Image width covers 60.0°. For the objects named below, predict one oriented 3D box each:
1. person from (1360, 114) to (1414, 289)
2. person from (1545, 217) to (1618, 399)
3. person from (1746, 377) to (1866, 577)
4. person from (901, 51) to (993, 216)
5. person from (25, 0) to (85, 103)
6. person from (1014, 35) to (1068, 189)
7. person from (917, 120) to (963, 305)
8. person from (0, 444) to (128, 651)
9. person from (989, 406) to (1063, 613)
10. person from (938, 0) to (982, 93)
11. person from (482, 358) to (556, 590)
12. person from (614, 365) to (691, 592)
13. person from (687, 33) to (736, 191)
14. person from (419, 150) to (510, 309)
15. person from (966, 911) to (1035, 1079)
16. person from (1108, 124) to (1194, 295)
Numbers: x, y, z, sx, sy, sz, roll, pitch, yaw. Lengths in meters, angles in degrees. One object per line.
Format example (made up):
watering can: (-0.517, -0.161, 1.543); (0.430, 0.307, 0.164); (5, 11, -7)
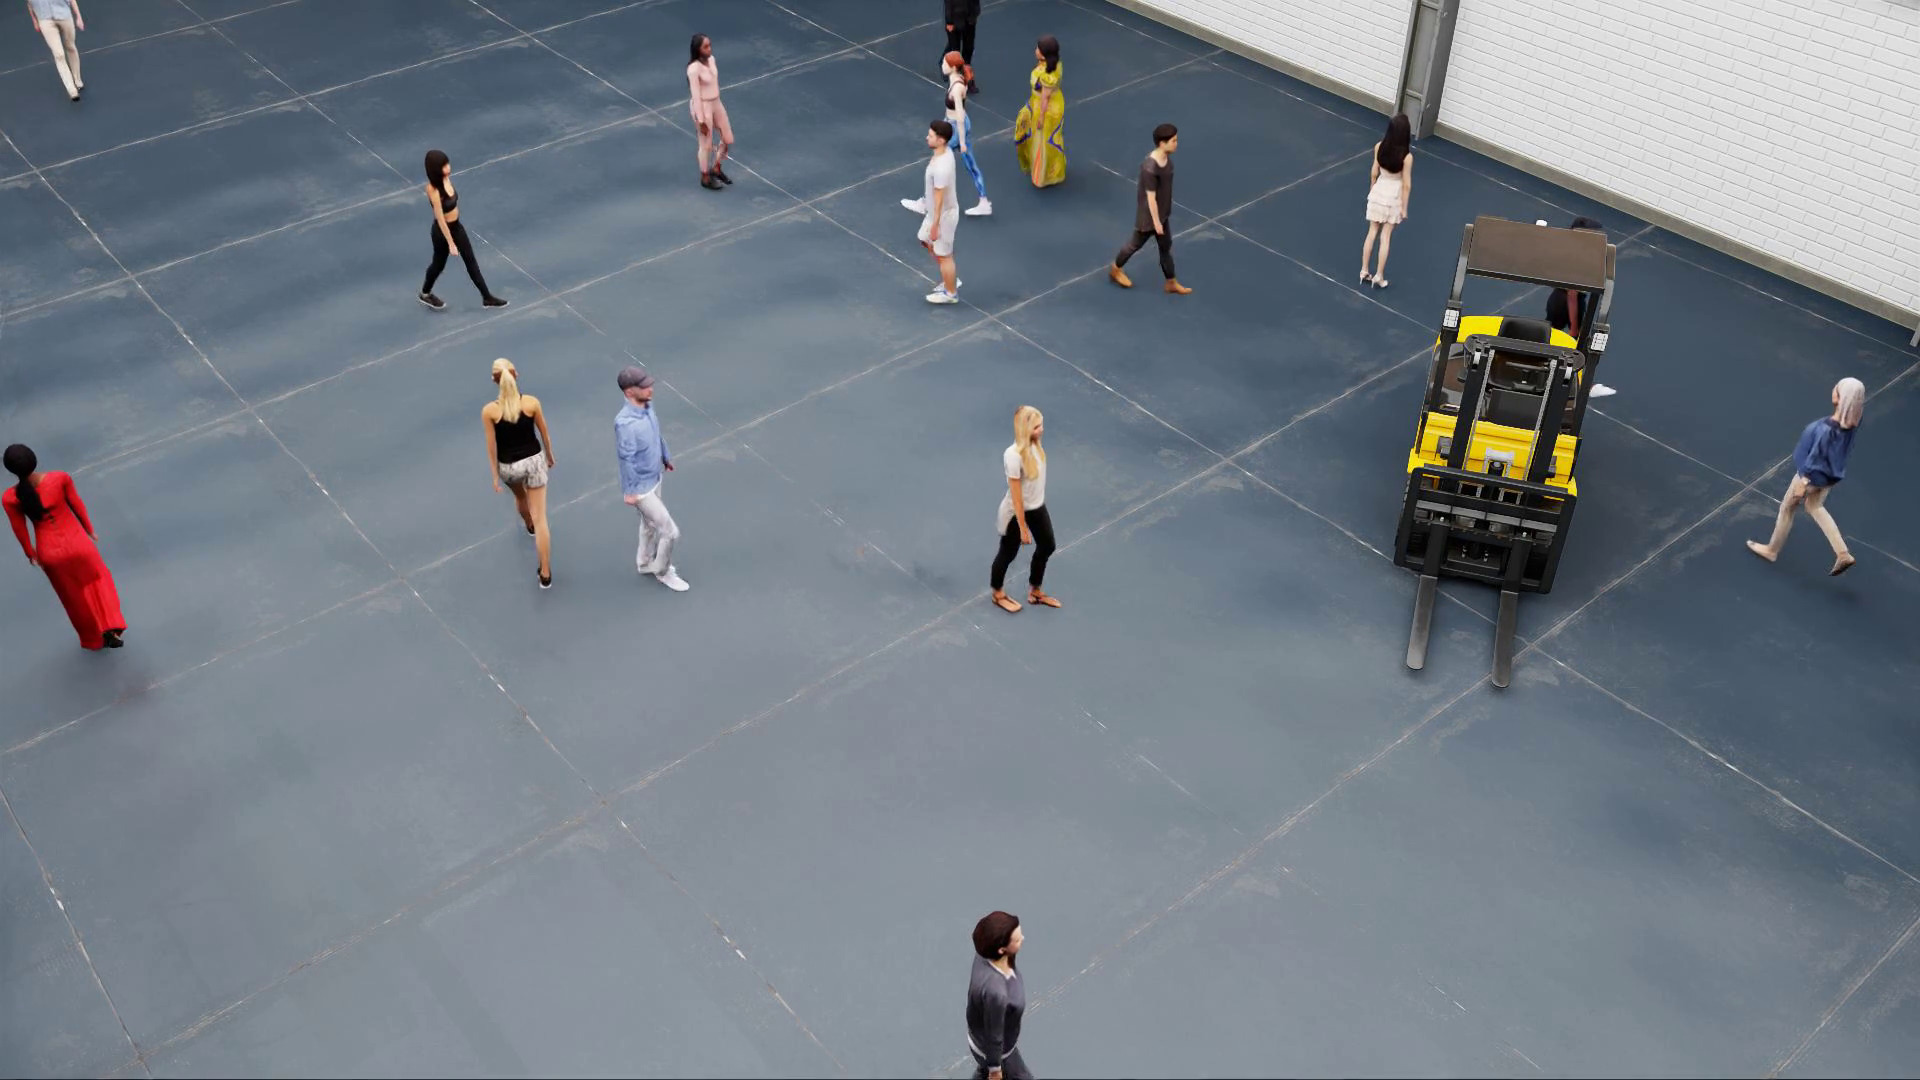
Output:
person: (3.997, -3.176, 15.633); (0.643, 1.736, 0.472); (-31, 48, -33)
person: (5.059, -1.969, 14.150); (1.191, 1.701, 0.833); (22, 44, 25)
person: (6.383, -0.420, 12.235); (0.680, 1.680, 1.005); (-23, 44, -26)
person: (0.069, -4.040, 16.721); (1.164, 1.738, 1.076); (5, 39, 6)
person: (-10.422, -6.033, 19.152); (0.790, 1.809, 1.205); (-20, 43, -24)
person: (0.985, -4.458, 17.319); (0.994, 1.647, 0.934); (2, 39, 3)
person: (-0.073, -3.008, 15.337); (0.886, 1.843, 0.820); (2, 39, 2)
person: (-6.167, 0.116, 11.490); (0.648, 1.772, 0.770); (-24, 44, -27)
person: (0.345, -0.219, 11.873); (0.883, 1.808, 0.800); (16, 41, 19)
person: (-0.031, -6.086, 19.251); (0.664, 1.768, 0.876); (-24, 45, -27)
person: (-3.193, -0.479, 12.215); (0.948, 1.787, 1.282); (-11, 40, -14)
person: (-2.379, -0.464, 12.128); (0.880, 1.872, 0.825); (5, 39, 6)
person: (-2.693, -4.429, 17.227); (0.768, 1.705, 0.758); (16, 41, 19)
person: (-4.792, -2.812, 15.284); (1.124, 1.602, 1.031); (5, 39, 7)
person: (0.095, 2.534, 8.466); (0.803, 1.757, 0.718); (-3, 39, -4)
person: (1.723, -3.085, 15.569); (1.166, 1.673, 0.841); (22, 44, 26)
